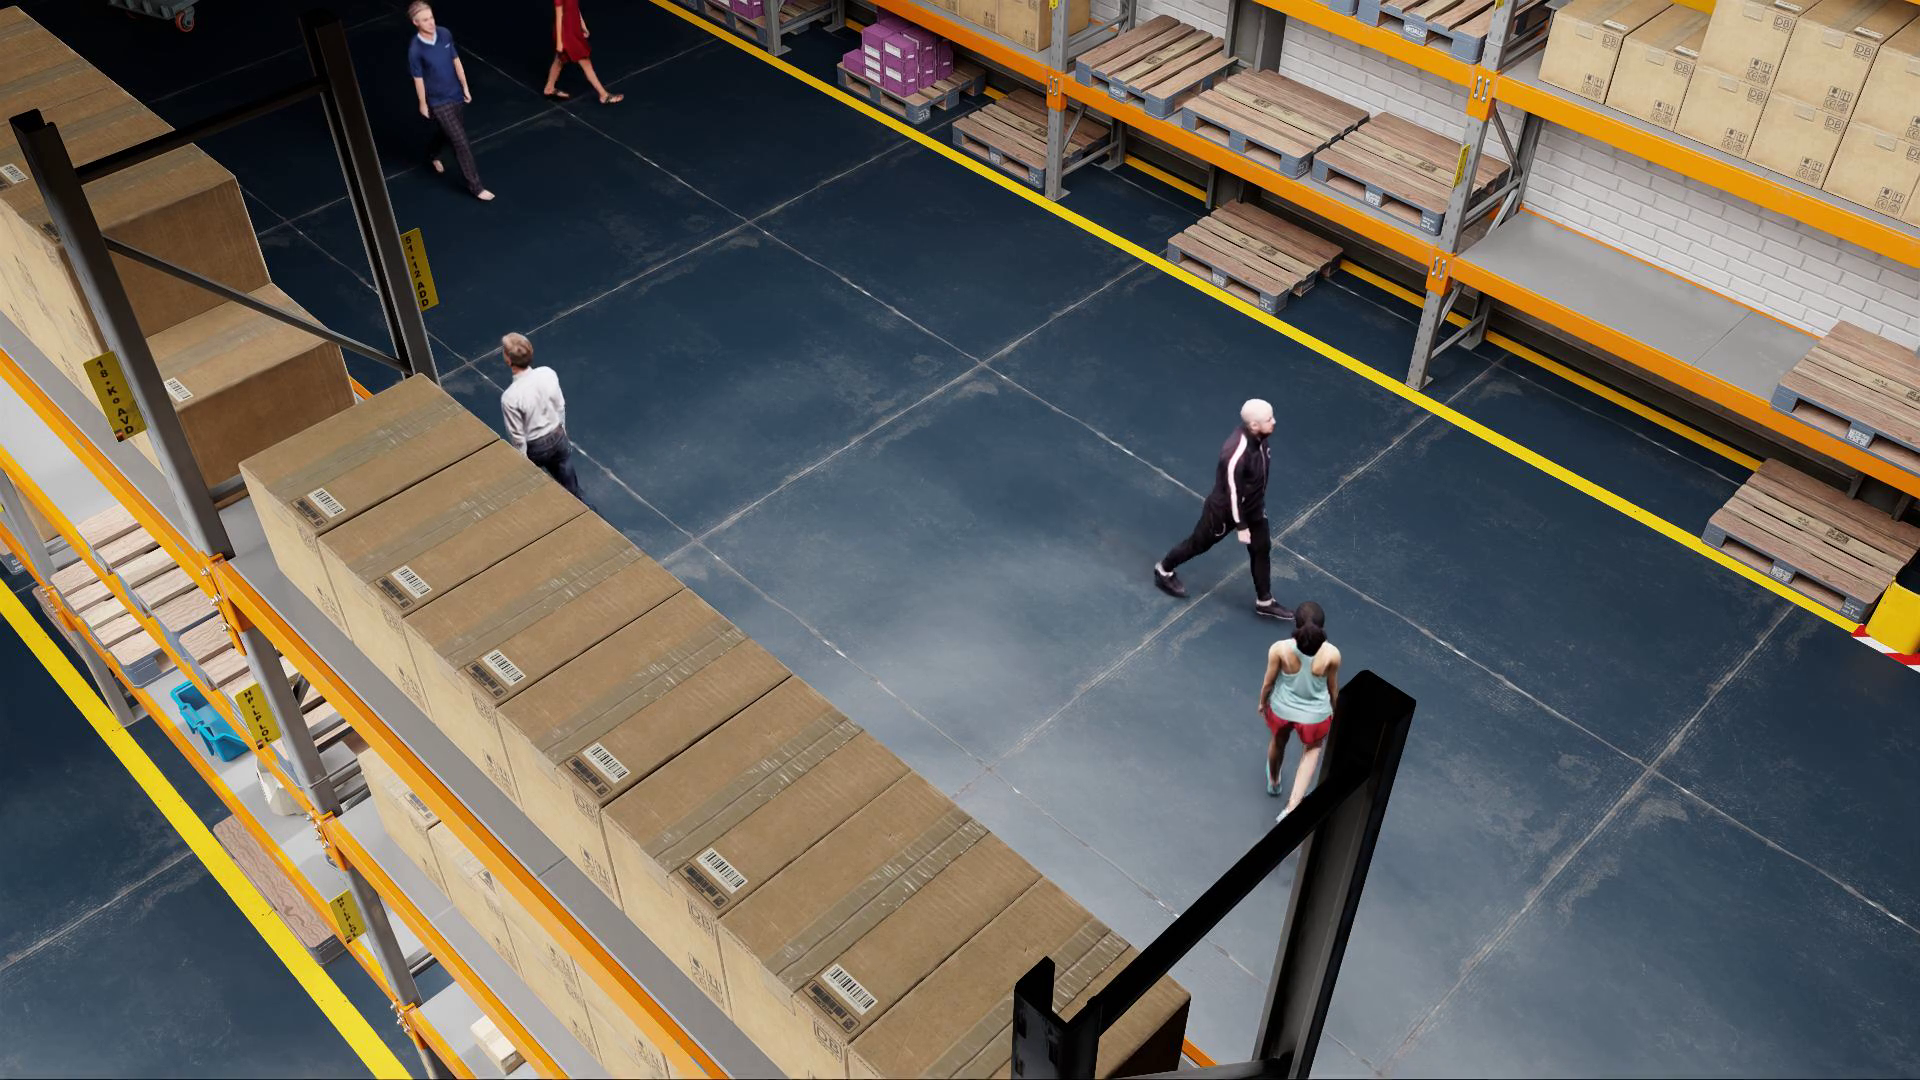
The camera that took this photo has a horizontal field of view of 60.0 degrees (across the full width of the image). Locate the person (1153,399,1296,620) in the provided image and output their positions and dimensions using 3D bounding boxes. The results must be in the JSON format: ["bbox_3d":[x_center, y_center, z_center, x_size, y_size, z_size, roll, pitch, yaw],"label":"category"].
[{"bbox_3d":[1.725,-0.220,11.144,1.323,1.780,0.858,25,49,24],"label":"person"}]

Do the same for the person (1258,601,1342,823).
[{"bbox_3d":[2.002,1.051,9.829,0.967,1.754,0.941,10,45,11],"label":"person"}]

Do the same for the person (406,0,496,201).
[{"bbox_3d":[-4.737,-4.013,15.089,1.241,1.831,0.818,25,49,24],"label":"person"}]

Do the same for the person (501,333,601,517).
[{"bbox_3d":[-2.847,-0.620,11.565,1.192,1.779,0.729,31,51,28],"label":"person"}]

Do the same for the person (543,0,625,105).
[{"bbox_3d":[-3.924,-4.970,16.329,1.079,1.507,0.991,1,44,1],"label":"person"}]
